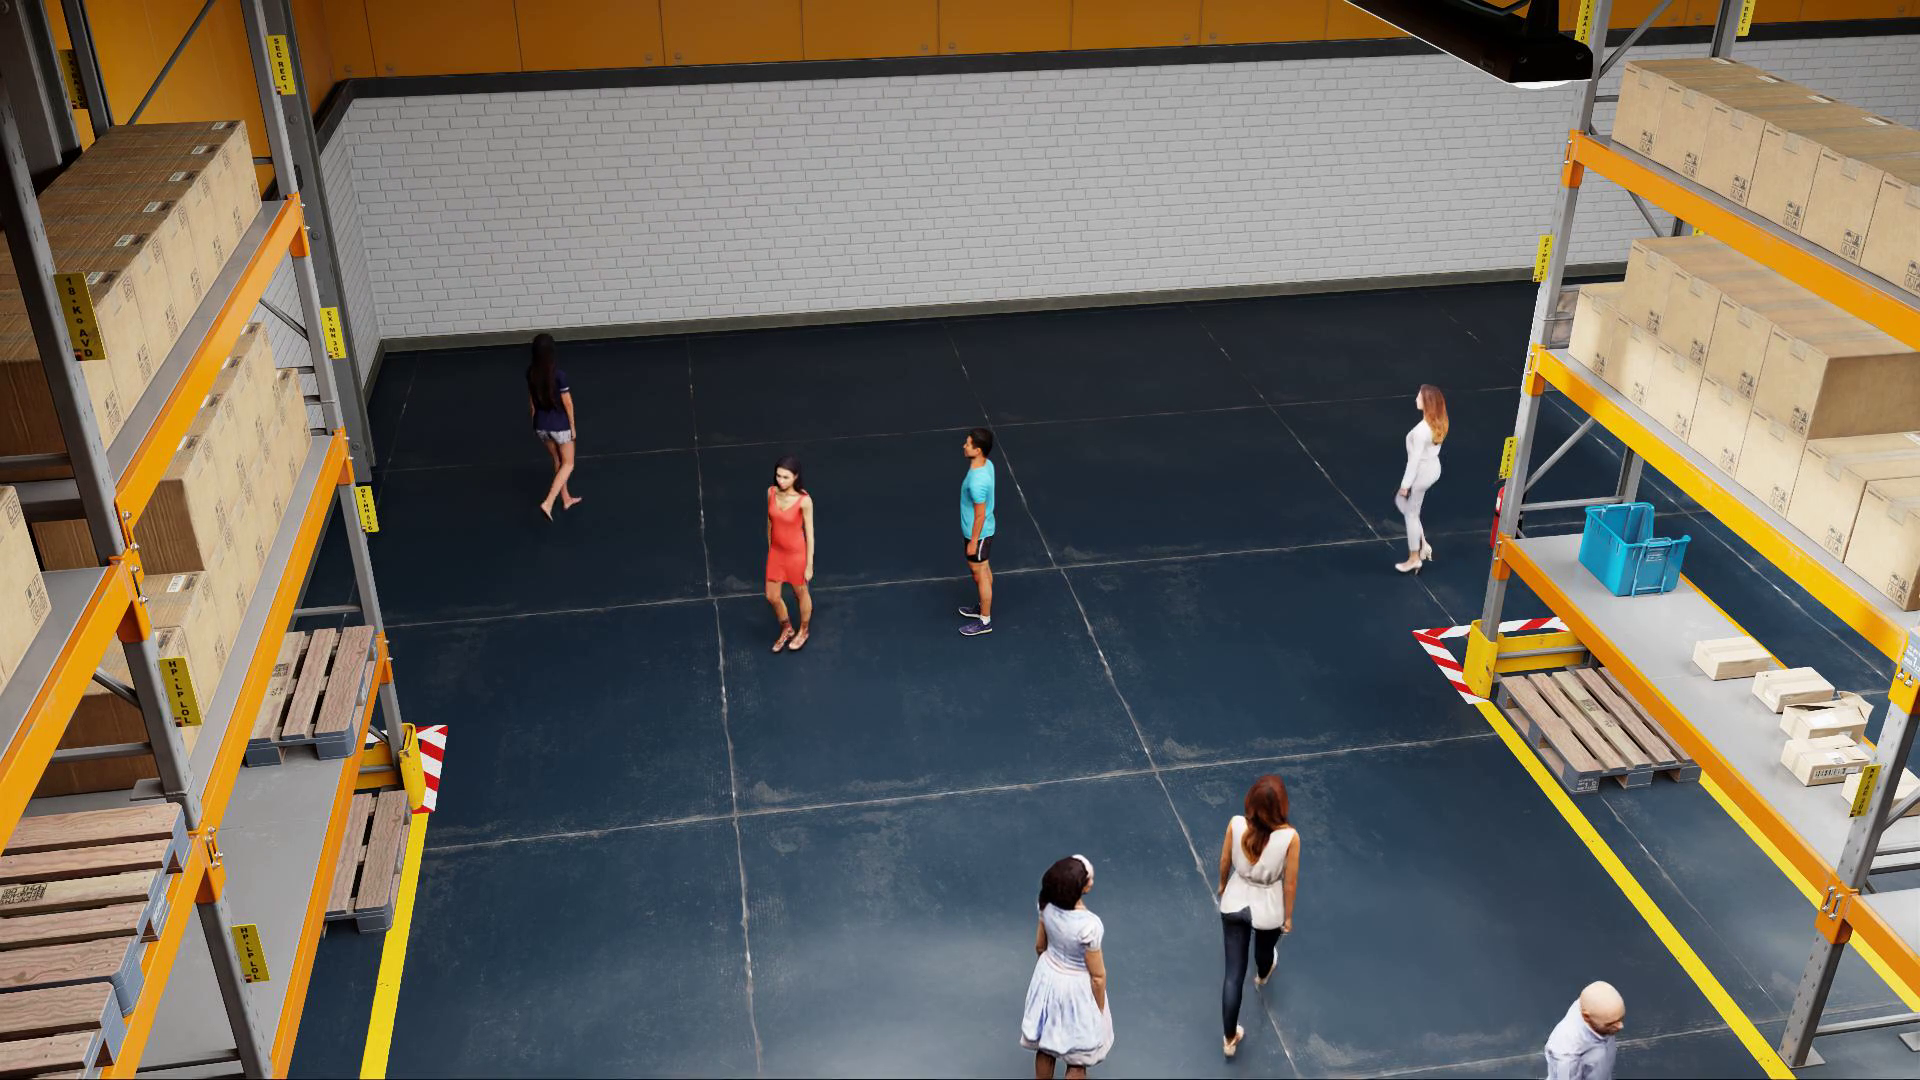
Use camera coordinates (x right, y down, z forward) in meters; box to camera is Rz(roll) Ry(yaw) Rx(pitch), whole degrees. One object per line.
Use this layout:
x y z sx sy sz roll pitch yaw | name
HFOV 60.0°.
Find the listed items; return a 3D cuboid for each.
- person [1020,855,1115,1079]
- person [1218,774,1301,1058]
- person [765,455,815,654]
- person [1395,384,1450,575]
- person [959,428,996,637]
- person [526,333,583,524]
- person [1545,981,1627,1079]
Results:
0.564 2.390 8.689 0.912 1.815 0.841 -25 37 -38 | person
1.606 2.122 9.260 1.002 1.739 1.179 11 30 19 | person
-1.285 0.082 13.036 0.744 1.705 0.791 13 31 23 | person
3.956 -0.474 14.003 0.806 1.755 0.746 18 33 30 | person
0.158 -0.081 13.259 0.722 1.777 0.535 1 29 2 | person
-3.686 -0.976 14.928 0.855 1.751 1.027 9 30 17 | person
2.877 2.759 8.062 0.875 1.769 0.816 22 36 35 | person
